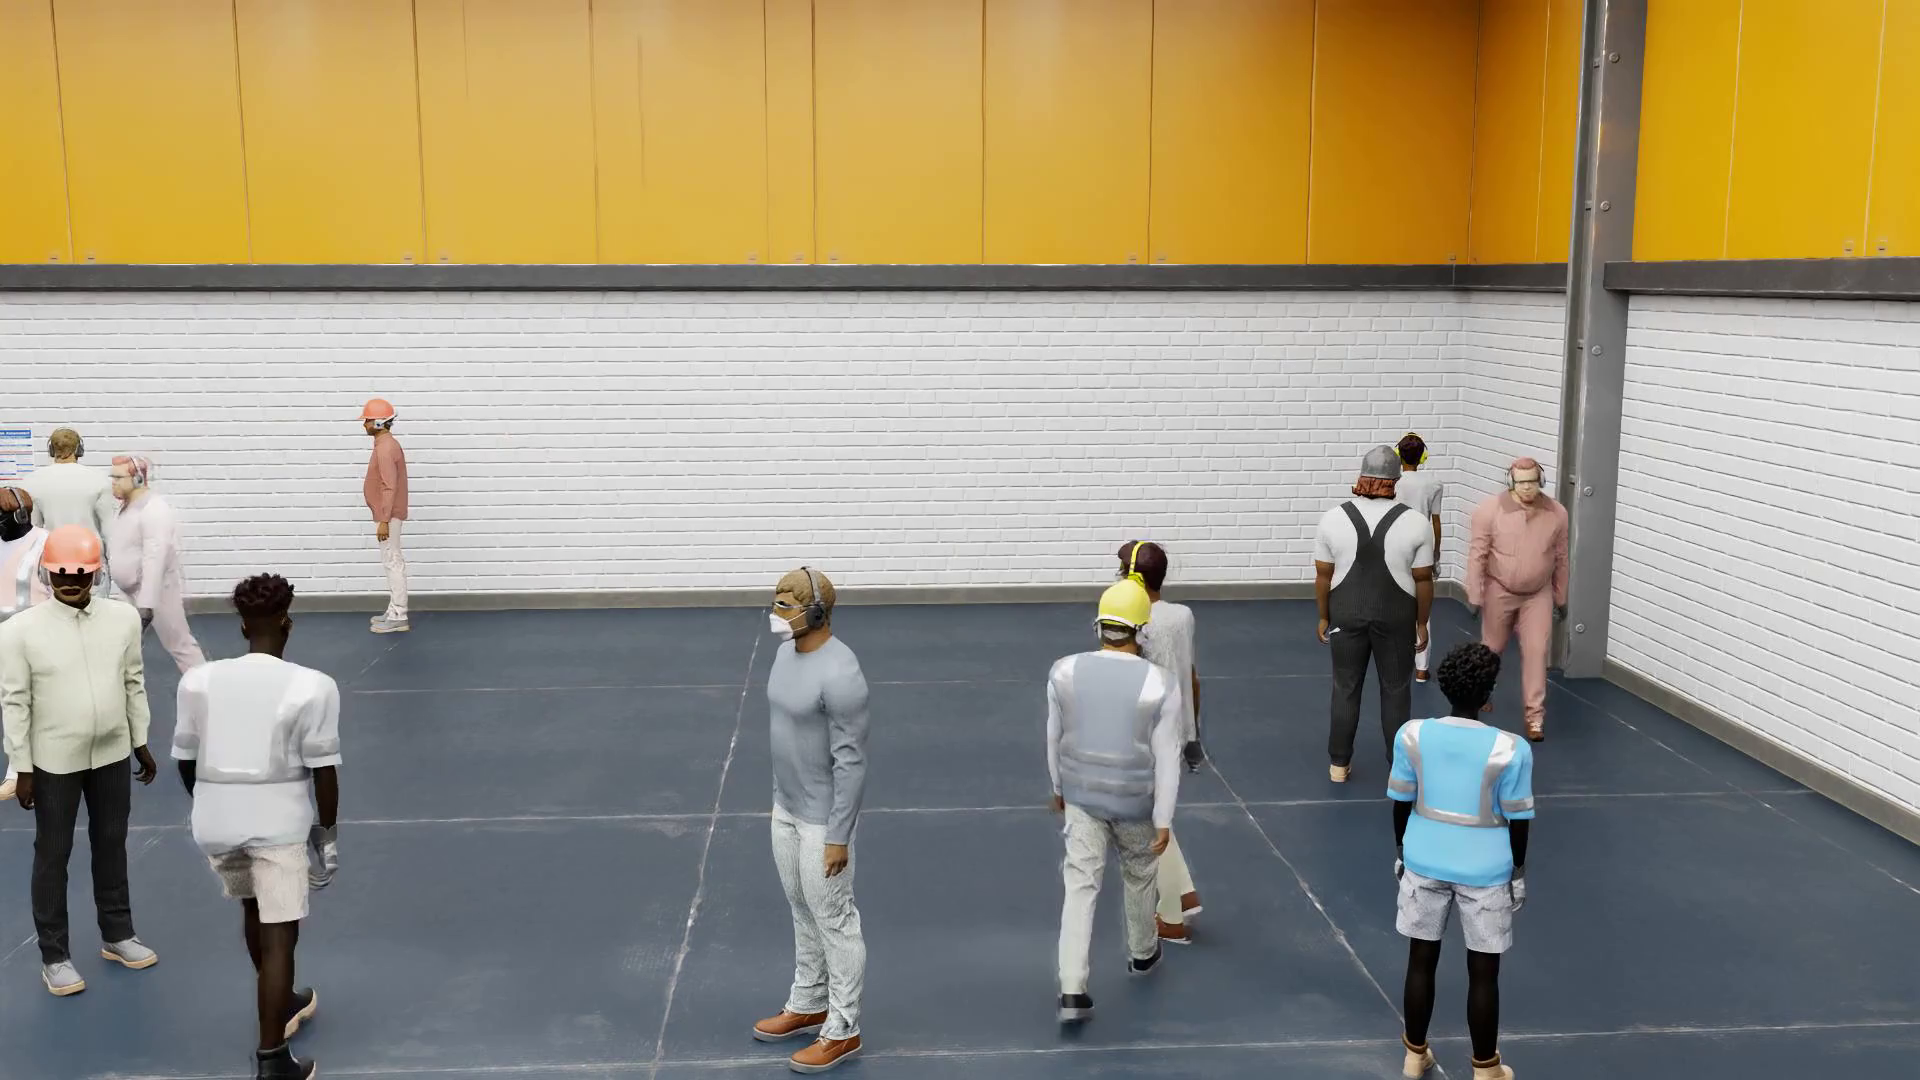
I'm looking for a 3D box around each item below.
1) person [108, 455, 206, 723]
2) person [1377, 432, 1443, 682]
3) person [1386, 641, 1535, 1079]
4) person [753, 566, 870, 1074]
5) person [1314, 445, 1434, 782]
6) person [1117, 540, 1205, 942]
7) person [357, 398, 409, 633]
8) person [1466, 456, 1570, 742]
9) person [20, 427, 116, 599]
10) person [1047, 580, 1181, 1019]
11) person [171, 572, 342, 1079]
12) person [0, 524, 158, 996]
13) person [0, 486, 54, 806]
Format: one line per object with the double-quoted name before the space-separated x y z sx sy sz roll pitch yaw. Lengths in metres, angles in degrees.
"person" -5.450 0.362 11.050 0.662 1.852 1.006 7 12 39
"person" 3.329 0.133 12.417 0.513 1.871 0.329 1 9 7
"person" 1.844 1.215 6.160 0.536 1.696 0.322 6 11 34
"person" -0.567 1.057 6.403 0.372 1.940 0.629 -5 11 -31
"person" 2.476 0.442 9.941 0.688 2.000 0.536 3 10 21
"person" 0.884 0.920 7.552 0.423 1.845 0.509 6 11 35
"person" -4.902 -0.214 14.202 0.381 1.994 0.619 -3 9 -16
"person" 3.727 0.342 11.168 0.685 1.862 0.932 1 9 4
"person" -6.478 0.139 12.181 0.628 1.935 0.373 -2 9 -14
"person" 0.625 1.054 6.905 0.596 1.792 0.920 3 10 19
"person" -2.655 1.086 6.365 0.618 1.891 0.930 0 9 1
"person" -3.752 0.914 7.128 0.392 1.991 0.612 6 11 34
"person" -5.375 0.605 9.539 0.636 1.842 0.429 3 10 19
